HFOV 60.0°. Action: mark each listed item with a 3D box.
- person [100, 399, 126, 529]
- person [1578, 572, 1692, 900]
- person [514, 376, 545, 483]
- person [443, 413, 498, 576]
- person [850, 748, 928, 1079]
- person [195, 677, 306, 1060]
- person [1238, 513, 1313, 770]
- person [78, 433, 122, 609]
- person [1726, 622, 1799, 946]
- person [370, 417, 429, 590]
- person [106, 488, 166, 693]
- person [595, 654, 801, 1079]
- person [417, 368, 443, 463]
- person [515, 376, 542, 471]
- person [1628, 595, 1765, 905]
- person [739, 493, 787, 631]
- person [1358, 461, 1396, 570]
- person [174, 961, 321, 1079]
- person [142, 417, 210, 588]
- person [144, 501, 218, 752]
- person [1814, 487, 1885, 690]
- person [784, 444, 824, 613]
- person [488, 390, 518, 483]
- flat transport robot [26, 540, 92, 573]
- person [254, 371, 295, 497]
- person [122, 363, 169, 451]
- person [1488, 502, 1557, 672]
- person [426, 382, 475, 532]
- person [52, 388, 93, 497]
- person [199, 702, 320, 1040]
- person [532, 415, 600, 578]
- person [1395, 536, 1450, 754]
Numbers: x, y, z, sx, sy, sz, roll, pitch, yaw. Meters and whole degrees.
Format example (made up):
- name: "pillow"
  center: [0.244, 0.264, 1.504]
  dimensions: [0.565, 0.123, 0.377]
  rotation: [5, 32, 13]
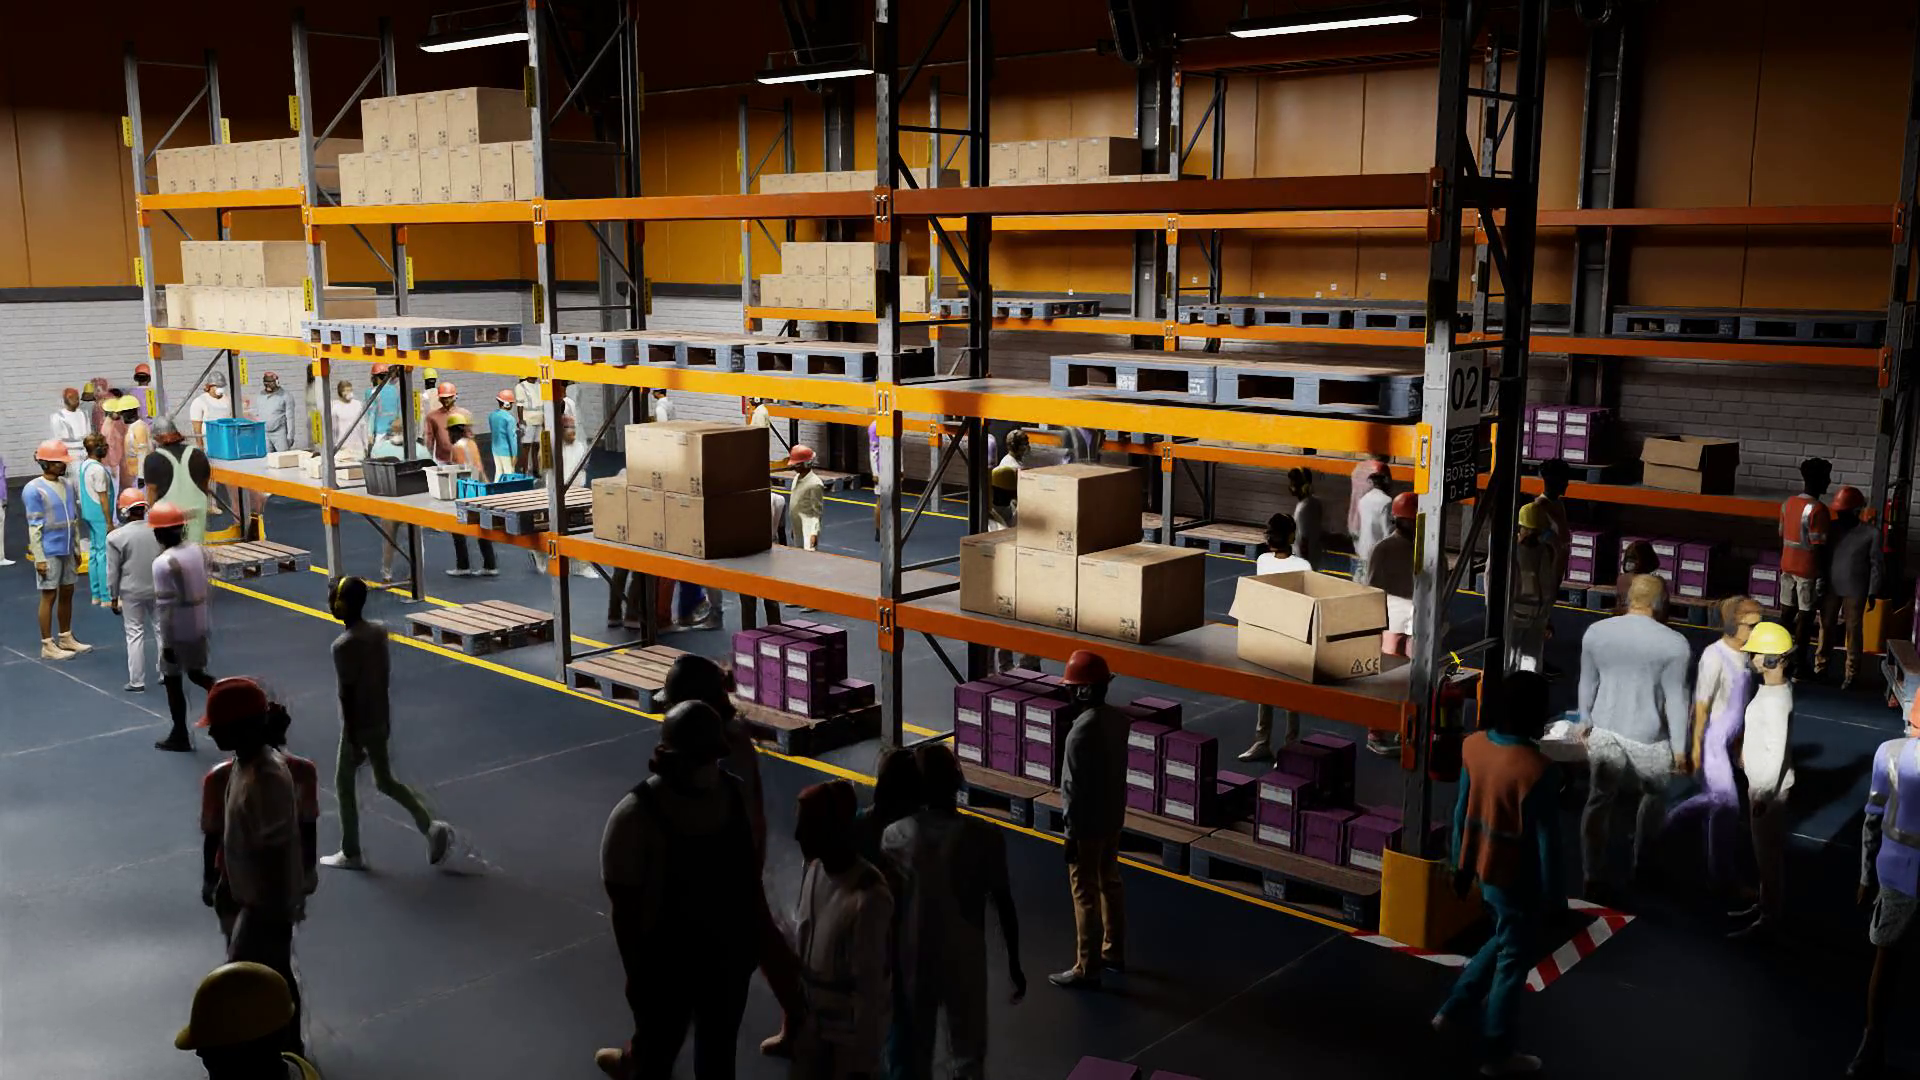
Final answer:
- name: "person"
  center: [-11.246, -0.997, 22.133]
  dimensions: [0.337, 1.758, 0.518]
  rotation: [-5, 11, -25]
- name: "person"
  center: [3.940, 1.127, 9.720]
  dimensions: [0.711, 1.891, 0.848]
  rotation: [9, 14, 42]
- name: "person"
  center: [-6.845, -1.897, 26.627]
  dimensions: [0.368, 1.967, 0.602]
  rotation: [5, 11, 26]
- name: "person"
  center: [-5.627, -0.508, 19.034]
  dimensions: [0.699, 1.865, 0.619]
  rotation: [1, 10, 7]
- name: "person"
  center: [-0.303, 1.693, 6.873]
  dimensions: [0.525, 1.785, 0.957]
  rotation: [-3, 11, -18]
- name: "person"
  center: [-3.178, 1.549, 7.289]
  dimensions: [0.614, 1.923, 0.566]
  rotation: [-6, 11, -29]
- name: "person"
  center: [2.305, 0.727, 12.062]
  dimensions: [0.329, 1.873, 0.515]
  rotation: [-9, 14, -43]
- name: "person"
  center: [-8.974, -0.202, 17.388]
  dimensions: [0.514, 1.844, 0.336]
  rotation: [9, 14, 43]
- name: "person"
  center: [4.354, 1.314, 9.039]
  dimensions: [0.326, 1.767, 0.533]
  rotation: [5, 11, 26]
- name: "person"
  center: [-6.170, -0.408, 18.368]
  dimensions: [0.680, 1.923, 0.400]
  rotation: [0, 10, -2]
- name: "person"
  center: [-6.958, 0.422, 14.143]
  dimensions: [0.350, 1.744, 0.566]
  rotation: [9, 14, 42]
- name: "person"
  center: [-1.109, 1.438, 7.561]
  dimensions: [1.052, 2.000, 0.687]
  rotation: [0, 10, -1]
- name: "person"
  center: [-8.060, -1.669, 25.447]
  dimensions: [0.383, 1.924, 0.594]
  rotation: [8, 13, 37]
- name: "person"
  center: [-7.255, -2.019, 27.984]
  dimensions: [0.491, 1.732, 0.325]
  rotation: [2, 10, 14]
- name: "person"
  center: [4.331, 1.178, 9.697]
  dimensions: [0.713, 1.820, 0.525]
  rotation: [9, 13, 40]
- name: "person"
  center: [-1.828, 0.214, 15.031]
  dimensions: [0.571, 1.845, 0.382]
  rotation: [-5, 11, -28]
- name: "person"
  center: [4.042, 0.112, 15.968]
  dimensions: [0.356, 1.716, 0.619]
  rotation: [-3, 10, -15]
- name: "person"
  center: [-1.836, 2.046, 4.493]
  dimensions: [0.403, 1.918, 0.581]
  rotation: [-5, 11, -28]
- name: "person"
  center: [-8.344, -0.350, 17.668]
  dimensions: [0.704, 2.000, 1.024]
  rotation: [-9, 14, -42]
- name: "person"
  center: [-5.706, 0.655, 12.340]
  dimensions: [0.686, 1.921, 0.570]
  rotation: [2, 10, 12]
- name: "person"
  center: [7.556, 0.405, 14.233]
  dimensions: [0.346, 1.742, 0.570]
  rotation: [-8, 13, -38]
- name: "person"
  center: [-1.615, -0.123, 17.206]
  dimensions: [0.330, 1.748, 0.560]
  rotation: [-6, 12, -32]
- name: "person"
  center: [-6.476, -1.273, 23.743]
  dimensions: [0.574, 1.740, 0.348]
  rotation: [9, 13, 41]
- name: "flat transport robot"
  center: [-10.478, 0.184, 19.654]
  dimensions: [0.652, 0.197, 1.431]
  rotation: [-10, 14, -43]
- name: "person"
  center: [-10.360, -1.597, 25.133]
  dimensions: [0.642, 1.900, 0.400]
  rotation: [2, 10, 11]
- name: "person"
  center: [-12.116, -1.612, 24.800]
  dimensions: [0.615, 2.040, 0.391]
  rotation: [-5, 11, -27]
- name: "person"
  center: [4.353, 0.608, 12.850]
  dimensions: [0.591, 1.829, 0.404]
  rotation: [-3, 11, -18]
- name: "person"
  center: [-6.733, -1.091, 21.990]
  dimensions: [0.622, 1.992, 0.396]
  rotation: [-1, 10, -6]
- name: "person"
  center: [-12.263, -1.193, 22.982]
  dimensions: [0.934, 1.842, 0.586]
  rotation: [3, 10, 15]
- name: "person"
  center: [-3.317, 1.558, 7.893]
  dimensions: [0.554, 1.674, 0.453]
  rotation: [-7, 12, -33]
- name: "person"
  center: [-4.546, -0.506, 19.032]
  dimensions: [0.895, 1.880, 0.635]
  rotation: [7, 12, 35]
- name: "person"
  center: [3.447, 0.674, 12.325]
  dimensions: [0.338, 1.882, 0.582]
  rotation: [2, 10, 10]
